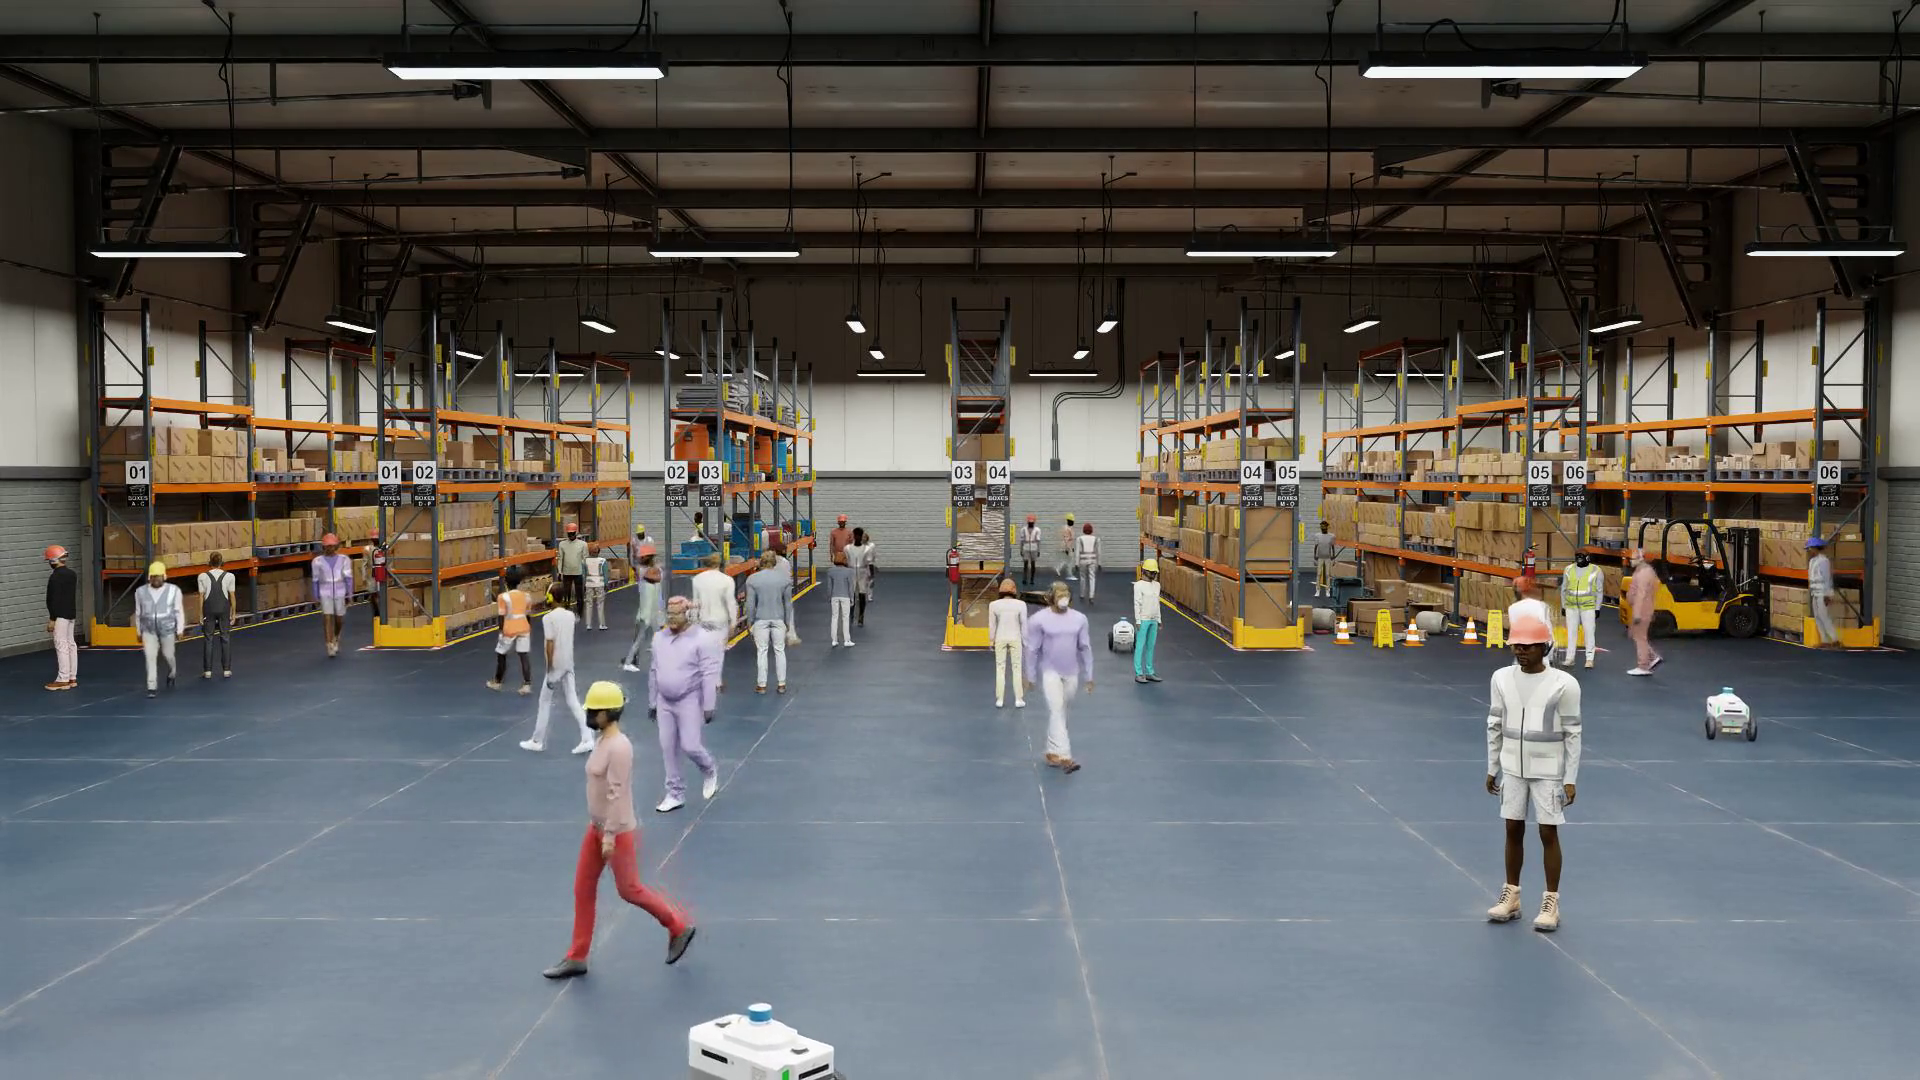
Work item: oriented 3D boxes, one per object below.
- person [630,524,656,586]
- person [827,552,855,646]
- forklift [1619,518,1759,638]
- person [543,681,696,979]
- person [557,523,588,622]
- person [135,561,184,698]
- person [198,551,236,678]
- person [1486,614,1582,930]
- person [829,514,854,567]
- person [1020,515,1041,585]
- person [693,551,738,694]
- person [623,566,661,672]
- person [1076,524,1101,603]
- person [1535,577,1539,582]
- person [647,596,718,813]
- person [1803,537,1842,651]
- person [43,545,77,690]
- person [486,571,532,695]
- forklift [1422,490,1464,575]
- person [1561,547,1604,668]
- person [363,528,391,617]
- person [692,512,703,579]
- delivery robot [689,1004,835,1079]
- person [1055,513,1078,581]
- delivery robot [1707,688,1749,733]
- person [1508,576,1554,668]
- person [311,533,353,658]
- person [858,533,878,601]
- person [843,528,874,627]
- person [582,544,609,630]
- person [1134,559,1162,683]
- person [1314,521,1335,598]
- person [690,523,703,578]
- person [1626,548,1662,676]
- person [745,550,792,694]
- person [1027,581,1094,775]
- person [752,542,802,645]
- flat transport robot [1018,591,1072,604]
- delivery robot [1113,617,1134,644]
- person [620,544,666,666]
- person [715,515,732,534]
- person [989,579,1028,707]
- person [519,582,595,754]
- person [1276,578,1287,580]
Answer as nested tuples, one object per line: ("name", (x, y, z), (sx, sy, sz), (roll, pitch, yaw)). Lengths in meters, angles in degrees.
("person", (-7.530, 0.521, 38.309), (0.592, 1.799, 0.767), (-1, 2, -18))
("person", (-2.052, 1.016, 27.869), (0.497, 1.634, 0.287), (1, 2, 20))
("forklift", (13.417, 0.684, 29.791), (2.313, 2.155, 1.214), (0, 2, 0))
("person", (-2.017, 1.692, 9.570), (0.827, 1.737, 0.523), (-1, 3, -32))
("person", (-7.784, 0.656, 32.451), (0.622, 1.992, 0.395), (0, 2, 0))
("person", (-10.766, 1.178, 21.729), (0.597, 1.811, 0.757), (-1, 2, -19))
("person", (-10.860, 1.085, 23.602), (0.505, 1.841, 0.331), (-1, 3, -28))
("person", (3.723, 1.502, 10.543), (0.611, 2.042, 0.394), (2, 3, 44))
("person", (-2.916, 0.360, 39.869), (0.618, 1.997, 0.373), (0, 2, 1))
("person", (1.892, 0.272, 43.483), (0.548, 1.877, 0.984), (0, 2, 5))
("person", (-3.300, 1.112, 21.888), (0.648, 1.920, 0.449), (1, 2, 24))
("person", (-4.652, 1.185, 24.232), (0.861, 1.580, 0.518), (-1, 2, -22))
("person", (2.989, 0.541, 37.561), (0.606, 1.828, 0.980), (0, 2, -3))
("person", (12.899, 0.624, 36.513), (0.320, 1.737, 0.483), (-1, 3, -26))
("person", (-2.444, 1.429, 14.292), (0.655, 1.893, 0.537), (1, 3, 26))
("person", (14.497, 0.908, 27.232), (0.523, 1.911, 0.636), (1, 2, 13))
("person", (-12.431, 1.063, 22.305), (0.392, 1.985, 0.610), (0, 2, -6))
("person", (-6.049, 1.244, 21.724), (0.839, 1.655, 0.556), (2, 3, 42))
("forklift", (13.926, -0.371, 47.846), (1.873, 2.768, 1.129), (0, 2, 0))
("person", (9.546, 1.035, 24.815), (0.627, 1.844, 0.429), (2, 3, 37))
("person", (-11.610, 0.706, 32.194), (0.547, 1.921, 0.655), (0, 2, -12))
("person", (-7.341, 0.171, 45.614), (0.392, 1.918, 0.587), (-1, 2, -22))
("delivery robot", (-0.900, 2.340, 7.273), (0.707, 0.478, 0.477), (2, 3, 42))
("person", (3.007, 0.186, 45.407), (0.586, 1.900, 0.608), (1, 2, 13))
("delivery robot", (8.636, 1.908, 18.158), (0.477, 0.478, 0.707), (1, 2, 16))
("person", (6.584, 1.313, 18.377), (0.602, 1.816, 1.096), (-1, 2, -20))
("person", (-10.305, 0.883, 26.477), (0.608, 2.019, 0.919), (-1, 3, -30))
("person", (-2.207, 0.640, 37.667), (0.611, 1.602, 0.788), (0, 2, 4))
("person", (-1.986, 0.728, 31.412), (0.632, 1.928, 0.826), (0, 2, 1))
("person", (-6.945, 0.897, 30.742), (0.514, 1.645, 0.307), (0, 2, 3))
("person", (2.686, 1.145, 23.009), (0.523, 1.766, 0.315), (-2, 3, -43))
("person", (8.829, 0.458, 39.081), (0.519, 1.865, 0.335), (1, 2, 13))
("person", (-6.266, 0.485, 39.078), (0.595, 1.811, 0.646), (-1, 2, -21))
("person", (9.990, 1.055, 23.725), (0.418, 1.885, 0.677), (1, 3, 29))
("person", (-2.590, 1.106, 21.849), (0.629, 1.937, 0.379), (-1, 2, -16))
("person", (1.026, 1.360, 16.062), (0.651, 1.882, 1.003), (-1, 2, -20))
("person", (-3.178, 0.930, 27.990), (0.612, 1.812, 0.883), (2, 3, 42))
("flat transport robot", (1.967, 1.325, 37.515), (0.652, 0.197, 1.431), (-1, 3, -25))
("delivery robot", (2.756, 1.548, 27.219), (0.477, 0.478, 0.707), (0, 2, 5))
("person", (-4.814, 1.008, 25.018), (0.548, 1.888, 0.971), (2, 3, 36))
("person", (-6.847, 0.143, 46.908), (0.513, 1.872, 0.328), (0, 2, -5))
("person", (0.616, 1.307, 20.543), (0.497, 1.633, 0.278), (0, 2, 8))
("person", (-4.242, 1.357, 17.136), (0.977, 1.819, 0.541), (1, 3, 29))
("person", (9.128, 0.159, 45.674), (0.363, 1.934, 0.552), (1, 3, 32))
